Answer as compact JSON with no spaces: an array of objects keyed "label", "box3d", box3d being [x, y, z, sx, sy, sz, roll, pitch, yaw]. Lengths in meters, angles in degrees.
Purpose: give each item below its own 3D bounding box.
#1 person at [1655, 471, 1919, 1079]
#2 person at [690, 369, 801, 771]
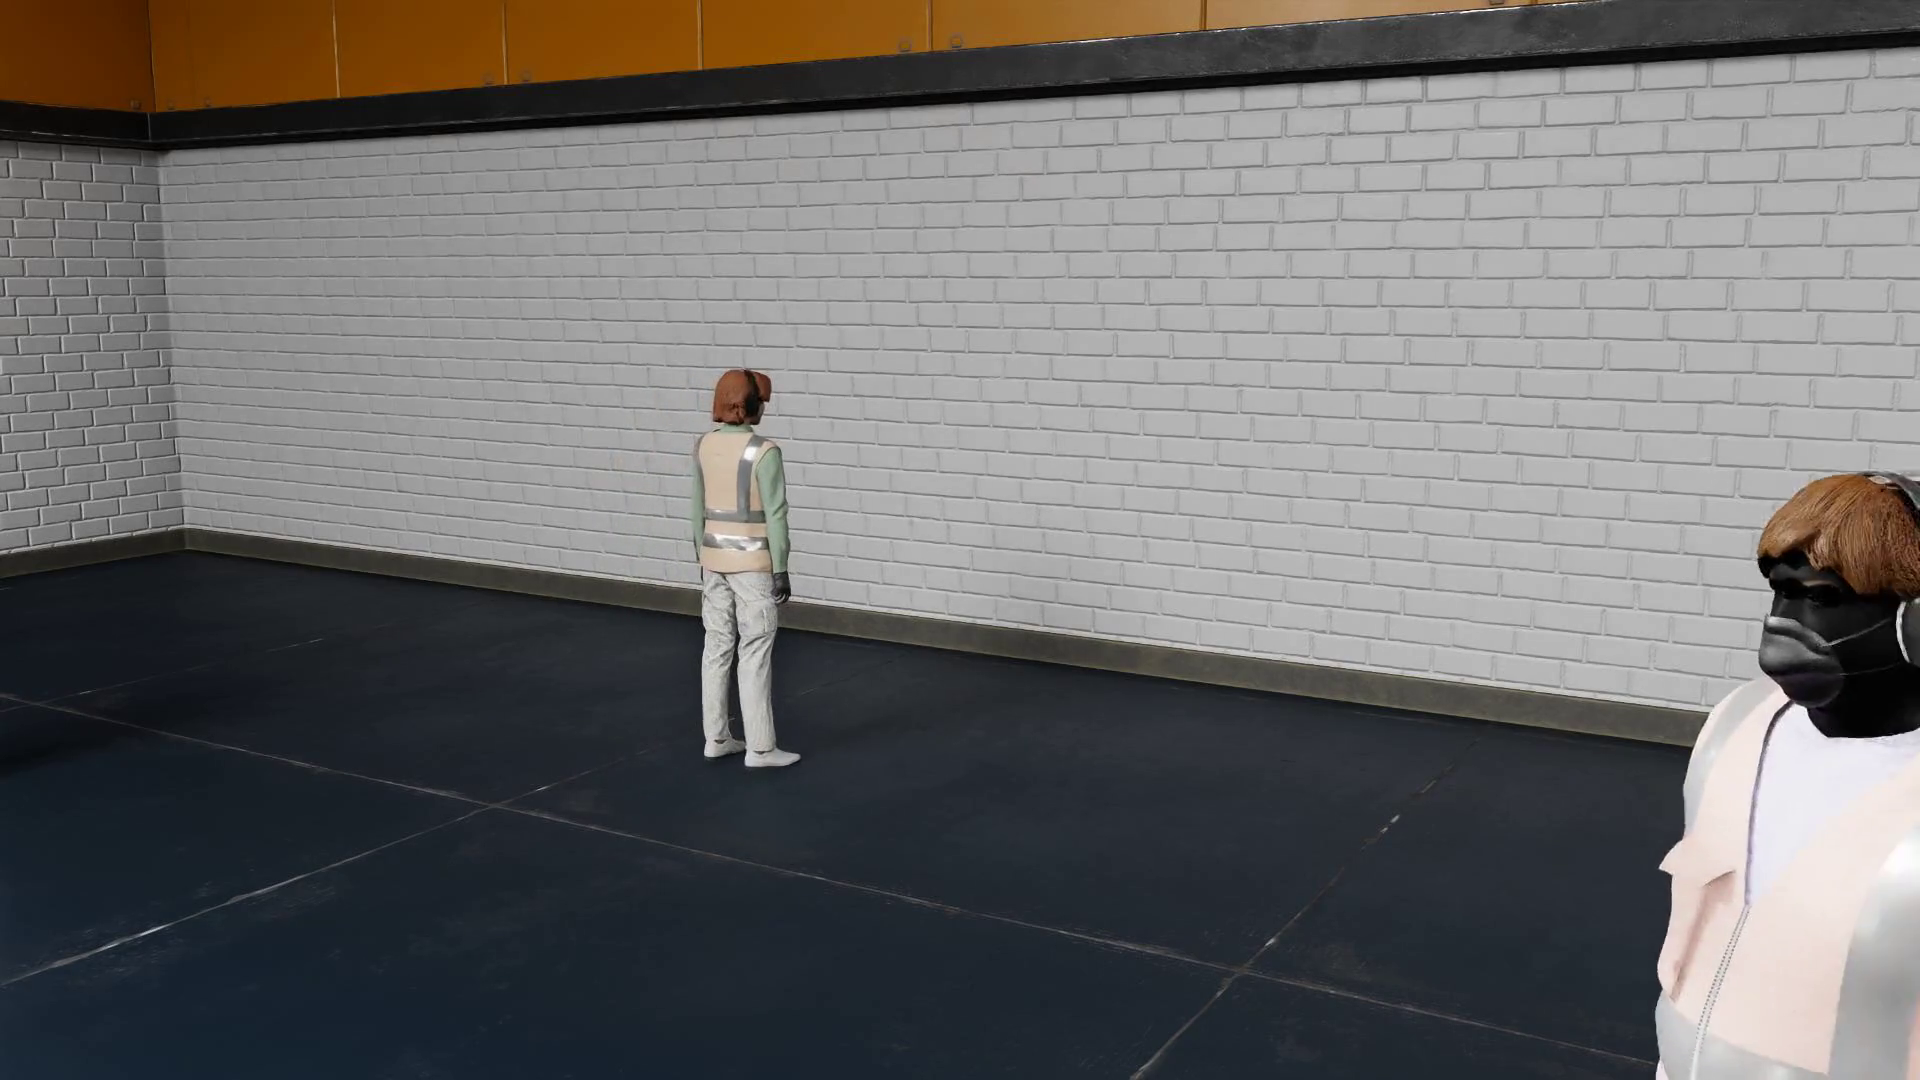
[{"label":"person","box3d":[1.154,0.805,2.059,0.940,1.807,0.633,-2,9,-13]},{"label":"person","box3d":[-0.894,0.122,6.816,0.523,1.636,0.310,8,12,39]}]
